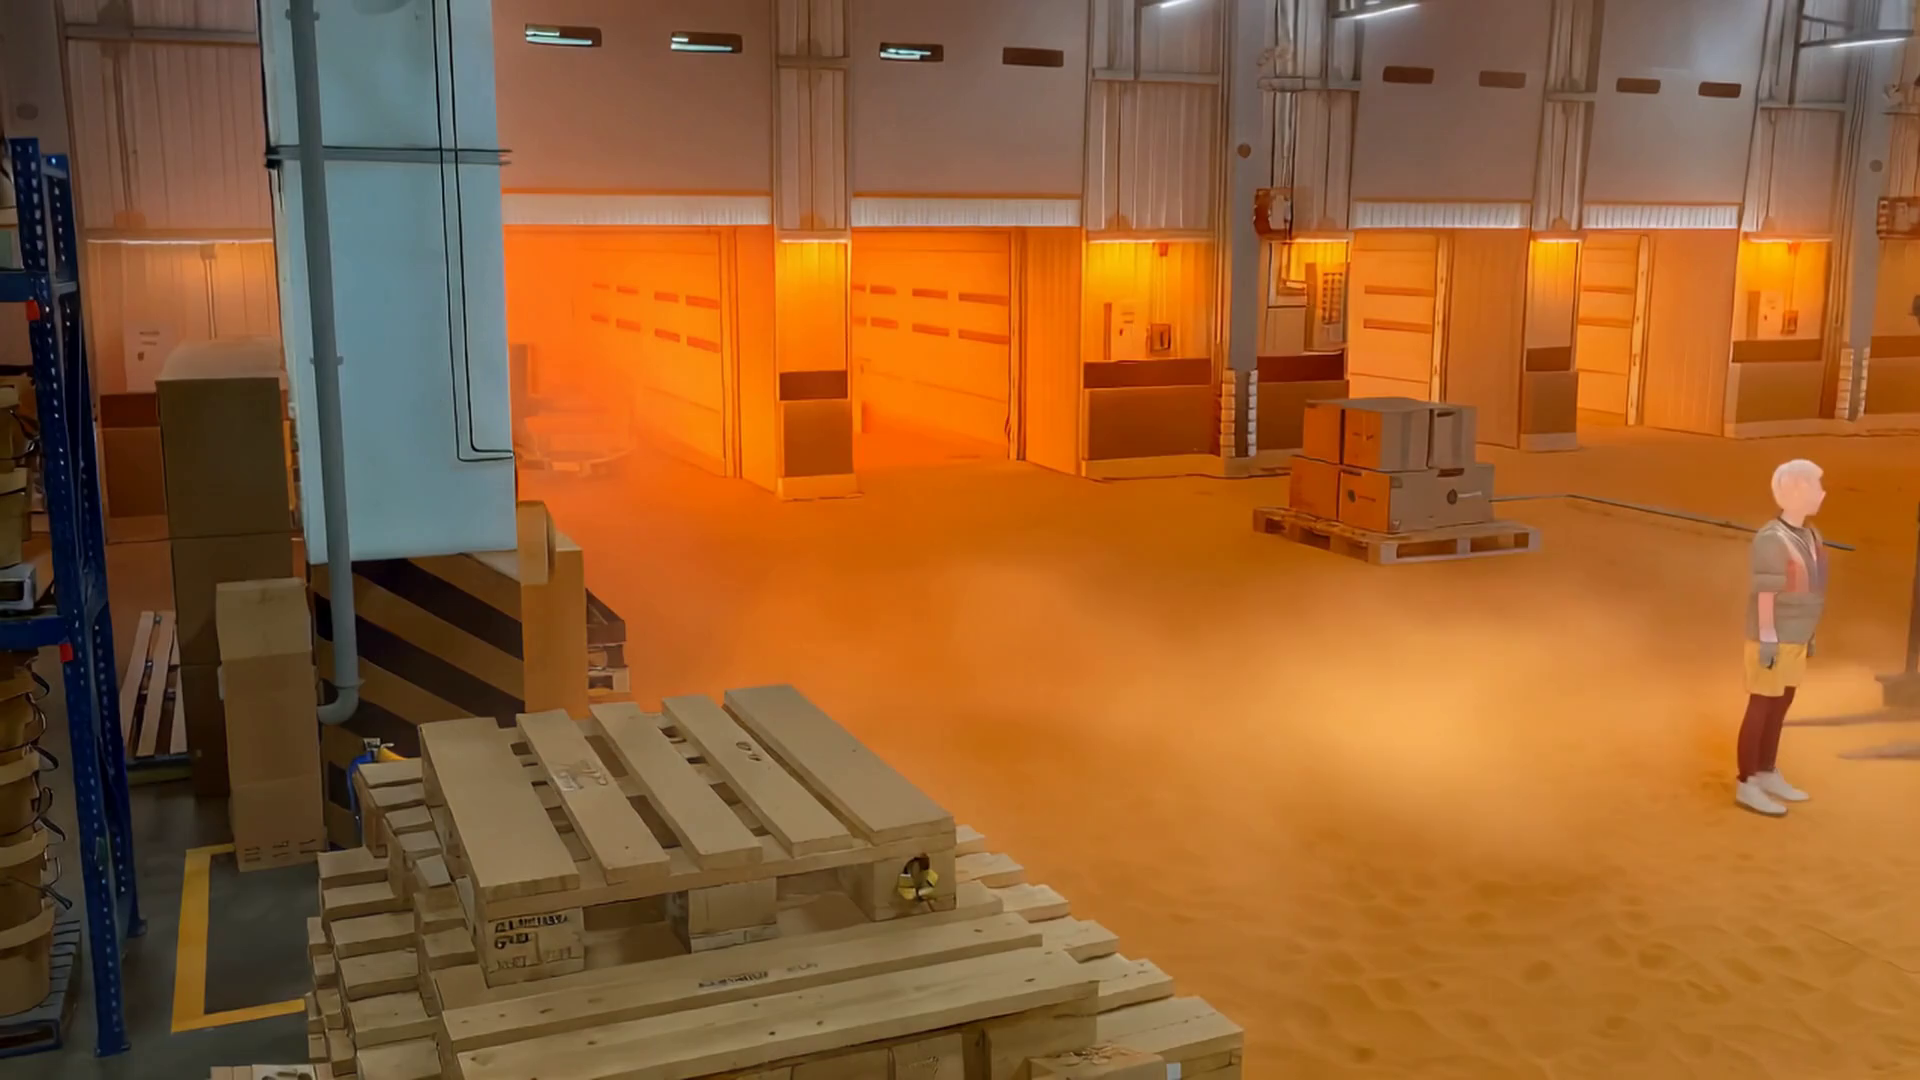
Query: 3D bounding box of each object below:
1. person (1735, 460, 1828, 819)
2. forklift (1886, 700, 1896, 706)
[{"bbox_3d":[3.922,0.459,7.923,0.532,1.696,0.319,-10,14,-43],"label":"person"},{"bbox_3d":[6.358,-0.334,9.026,1.873,2.768,1.129,-3,11,-16],"label":"forklift"}]
